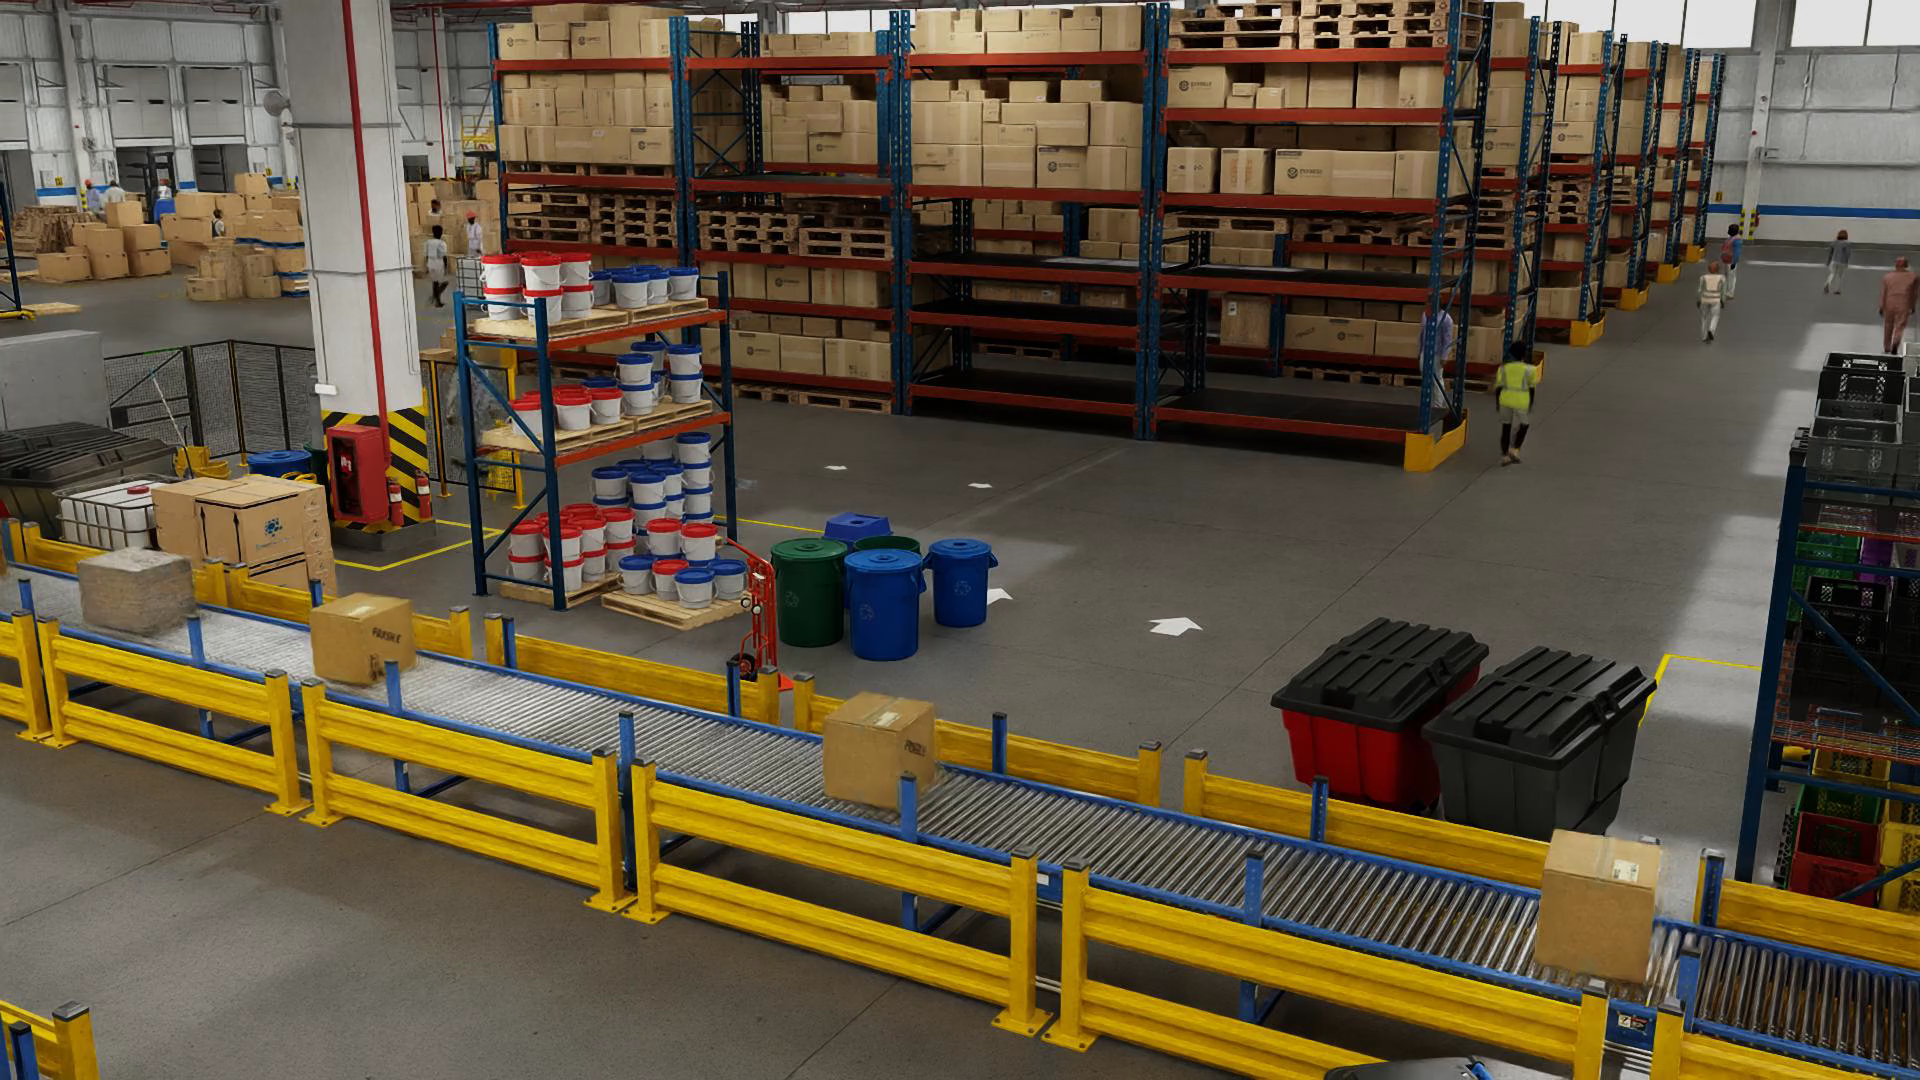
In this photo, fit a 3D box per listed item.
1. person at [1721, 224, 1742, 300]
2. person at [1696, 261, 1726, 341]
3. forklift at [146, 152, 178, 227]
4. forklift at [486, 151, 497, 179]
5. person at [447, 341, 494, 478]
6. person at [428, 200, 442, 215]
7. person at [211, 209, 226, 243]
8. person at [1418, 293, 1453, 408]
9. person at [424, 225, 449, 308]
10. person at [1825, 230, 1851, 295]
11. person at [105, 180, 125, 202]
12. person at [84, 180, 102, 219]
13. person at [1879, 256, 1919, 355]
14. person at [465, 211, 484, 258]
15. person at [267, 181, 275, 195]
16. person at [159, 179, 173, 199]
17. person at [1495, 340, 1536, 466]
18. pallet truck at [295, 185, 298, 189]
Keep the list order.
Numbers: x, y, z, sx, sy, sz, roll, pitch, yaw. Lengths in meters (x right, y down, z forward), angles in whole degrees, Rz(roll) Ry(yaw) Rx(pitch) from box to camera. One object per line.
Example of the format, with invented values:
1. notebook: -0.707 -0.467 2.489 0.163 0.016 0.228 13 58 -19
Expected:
1. person: 18.775 -6.774 40.556 0.429 1.842 0.634 2 15 6
2. person: 15.137 -4.809 33.568 0.535 1.622 0.405 7 16 25
3. forklift: -30.086 -13.242 62.882 1.873 2.768 1.129 8 17 28
4. forklift: -17.910 -13.610 64.264 1.873 2.768 1.129 1 15 2
5. person: -6.472 -1.722 21.636 0.884 1.794 0.624 7 17 26
6. person: -15.558 -9.210 49.632 0.591 1.887 0.887 9 18 31
7. person: -20.403 -8.193 45.885 0.514 1.842 0.328 10 18 34
8. person: 7.280 -2.840 25.590 0.362 1.932 0.631 -7 16 -24
9. person: -12.240 -6.384 38.876 0.625 1.945 0.520 5 16 19
10. person: 21.949 -6.943 41.606 0.471 1.621 0.523 -10 18 -34
11. person: -30.915 -12.218 60.934 0.646 1.898 0.928 -8 17 -28
12. person: -31.867 -12.295 61.201 0.565 1.899 0.577 6 16 22
13. person: 17.986 -4.490 31.912 0.637 1.879 0.882 9 18 32
14. person: -13.043 -7.912 44.770 0.564 1.884 1.007 9 17 30
15. person: -25.213 -12.207 60.896 1.011 1.887 0.648 -11 18 -35
16. person: -30.005 -12.694 62.790 0.618 1.851 0.488 4 15 15
17. person: 7.413 -1.826 22.244 0.545 1.677 0.384 9 18 32
18. pallet truck: -26.804 -14.617 69.738 1.885 1.965 0.823 -14 20 -42
